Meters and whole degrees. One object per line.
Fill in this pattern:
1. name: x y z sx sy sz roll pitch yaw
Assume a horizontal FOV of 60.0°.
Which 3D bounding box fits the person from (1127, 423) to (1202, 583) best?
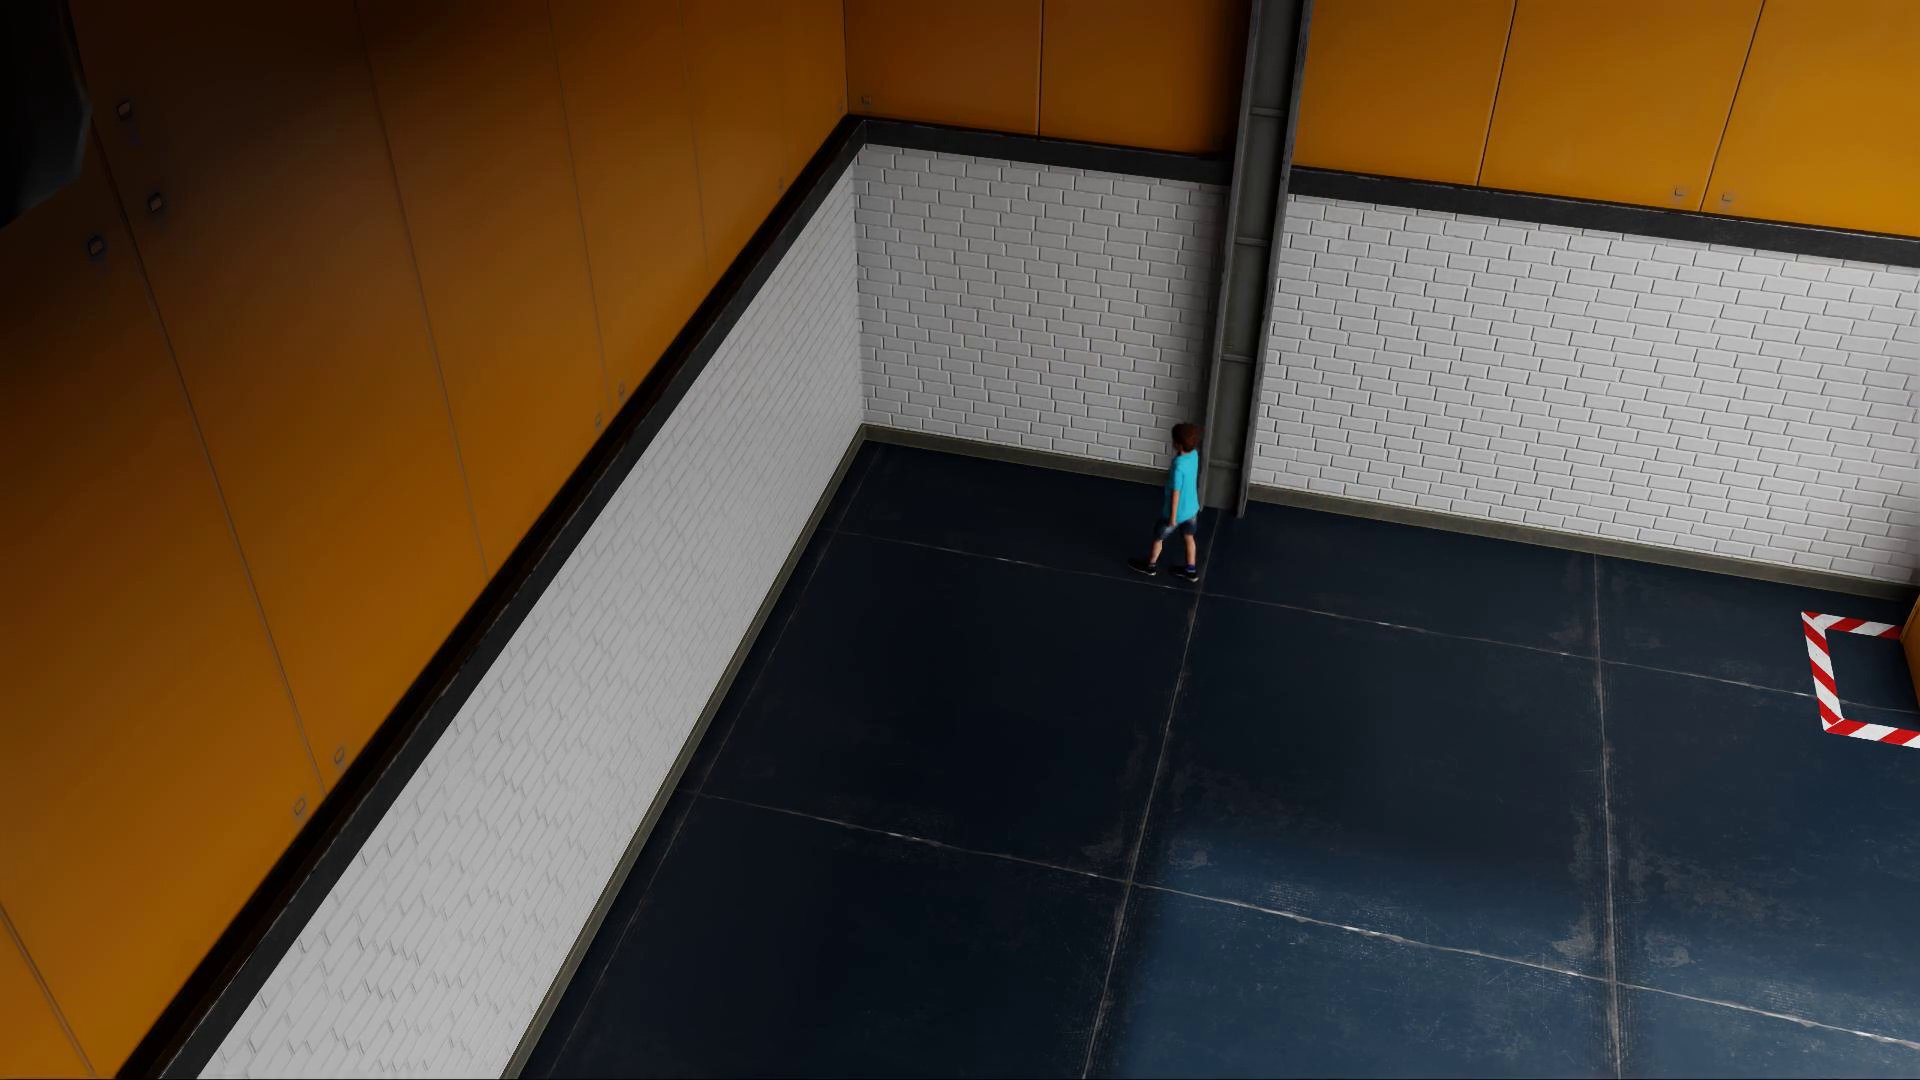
1. person: 1.743 -0.248 12.699 0.843 1.431 0.681 22 44 25
